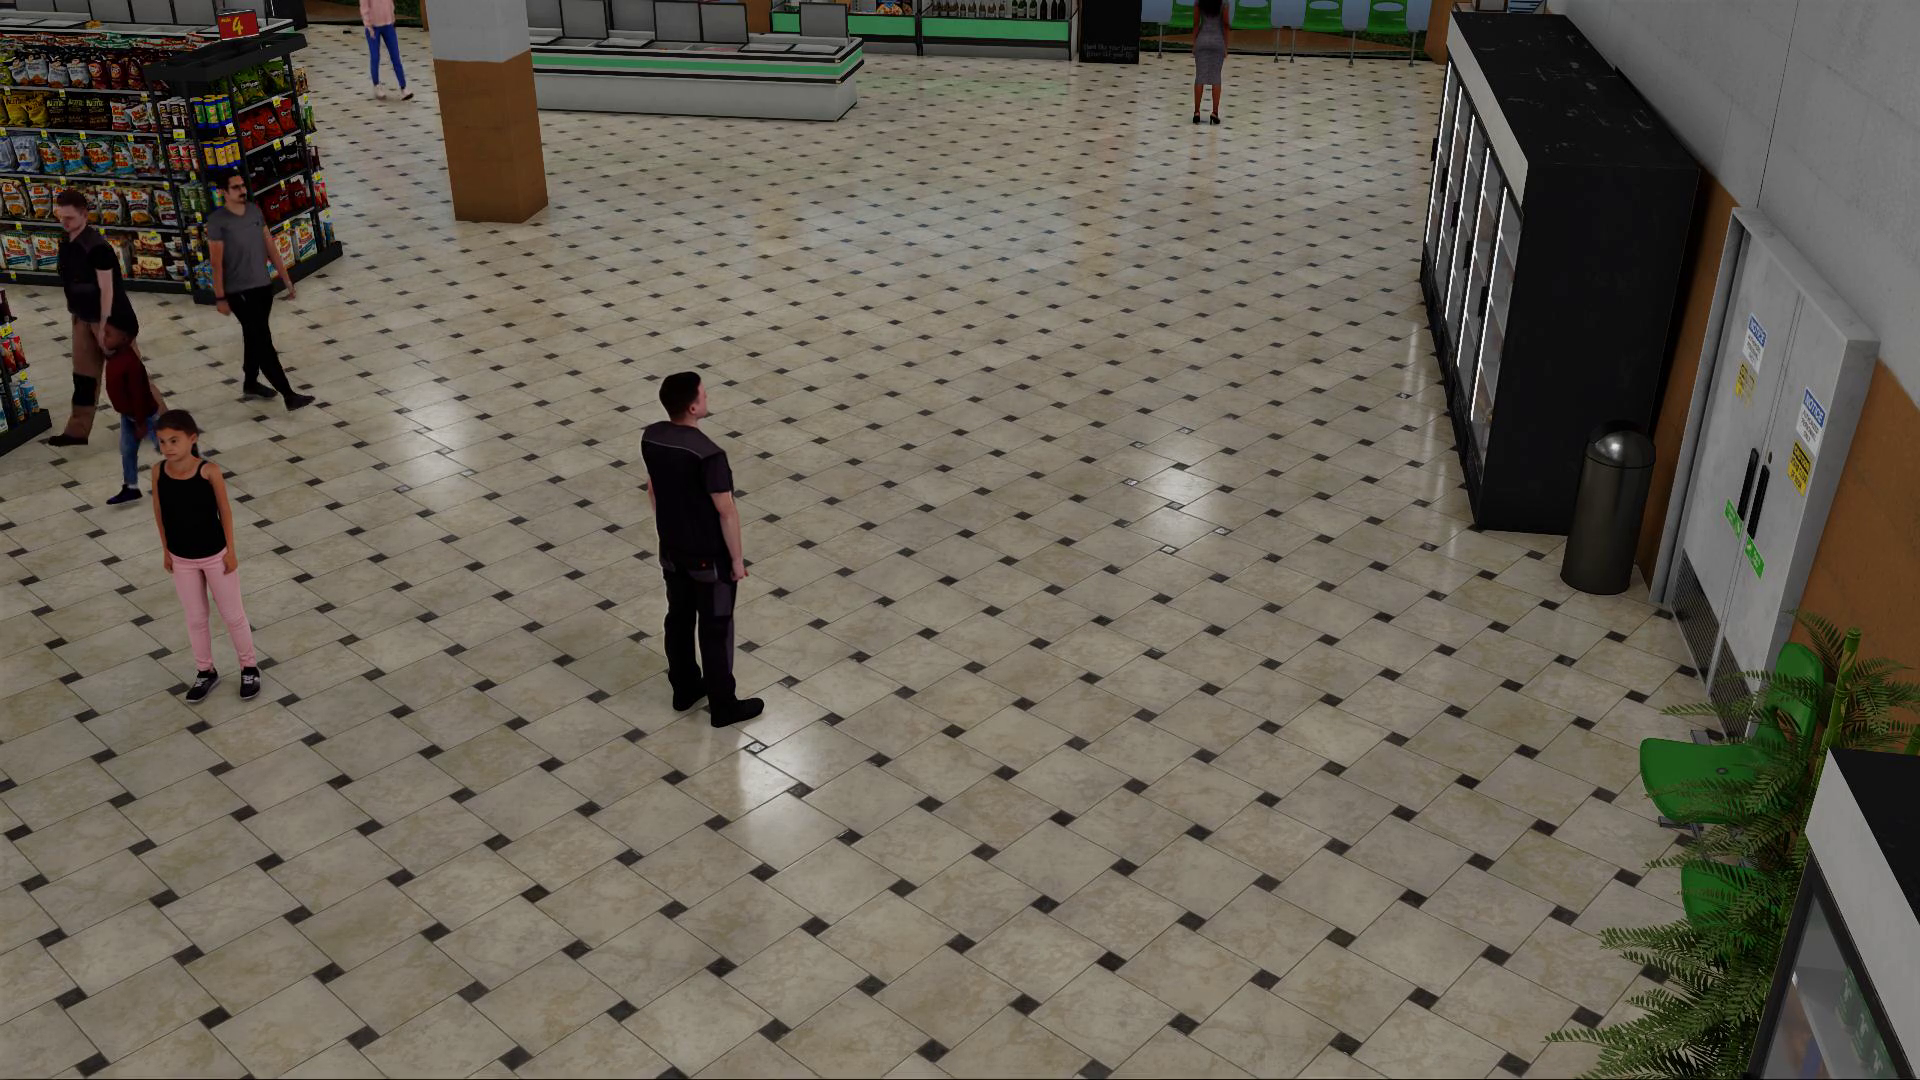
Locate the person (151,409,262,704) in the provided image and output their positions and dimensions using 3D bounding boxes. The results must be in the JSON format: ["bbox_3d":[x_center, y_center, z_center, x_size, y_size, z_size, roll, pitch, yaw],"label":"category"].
[{"bbox_3d":[-3.814,0.074,8.359,0.530,1.566,0.640,-3,27,-5],"label":"person"}]

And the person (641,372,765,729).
[{"bbox_3d":[-1.285,0.044,8.110,0.728,1.846,0.871,20,33,34],"label":"person"}]

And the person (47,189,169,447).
[{"bbox_3d":[-5.676,-1.500,11.215,1.123,1.791,1.098,22,34,36],"label":"person"}]

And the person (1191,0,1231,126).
[{"bbox_3d":[2.981,-5.866,19.835,0.480,1.781,0.664,7,28,14],"label":"person"}]

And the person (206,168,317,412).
[{"bbox_3d":[-5.133,-1.783,11.854,1.097,1.717,0.762,10,28,18],"label":"person"}]

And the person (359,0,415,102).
[{"bbox_3d":[-7.372,-6.425,21.007,1.098,1.718,1.215,-21,34,-35],"label":"person"}]
